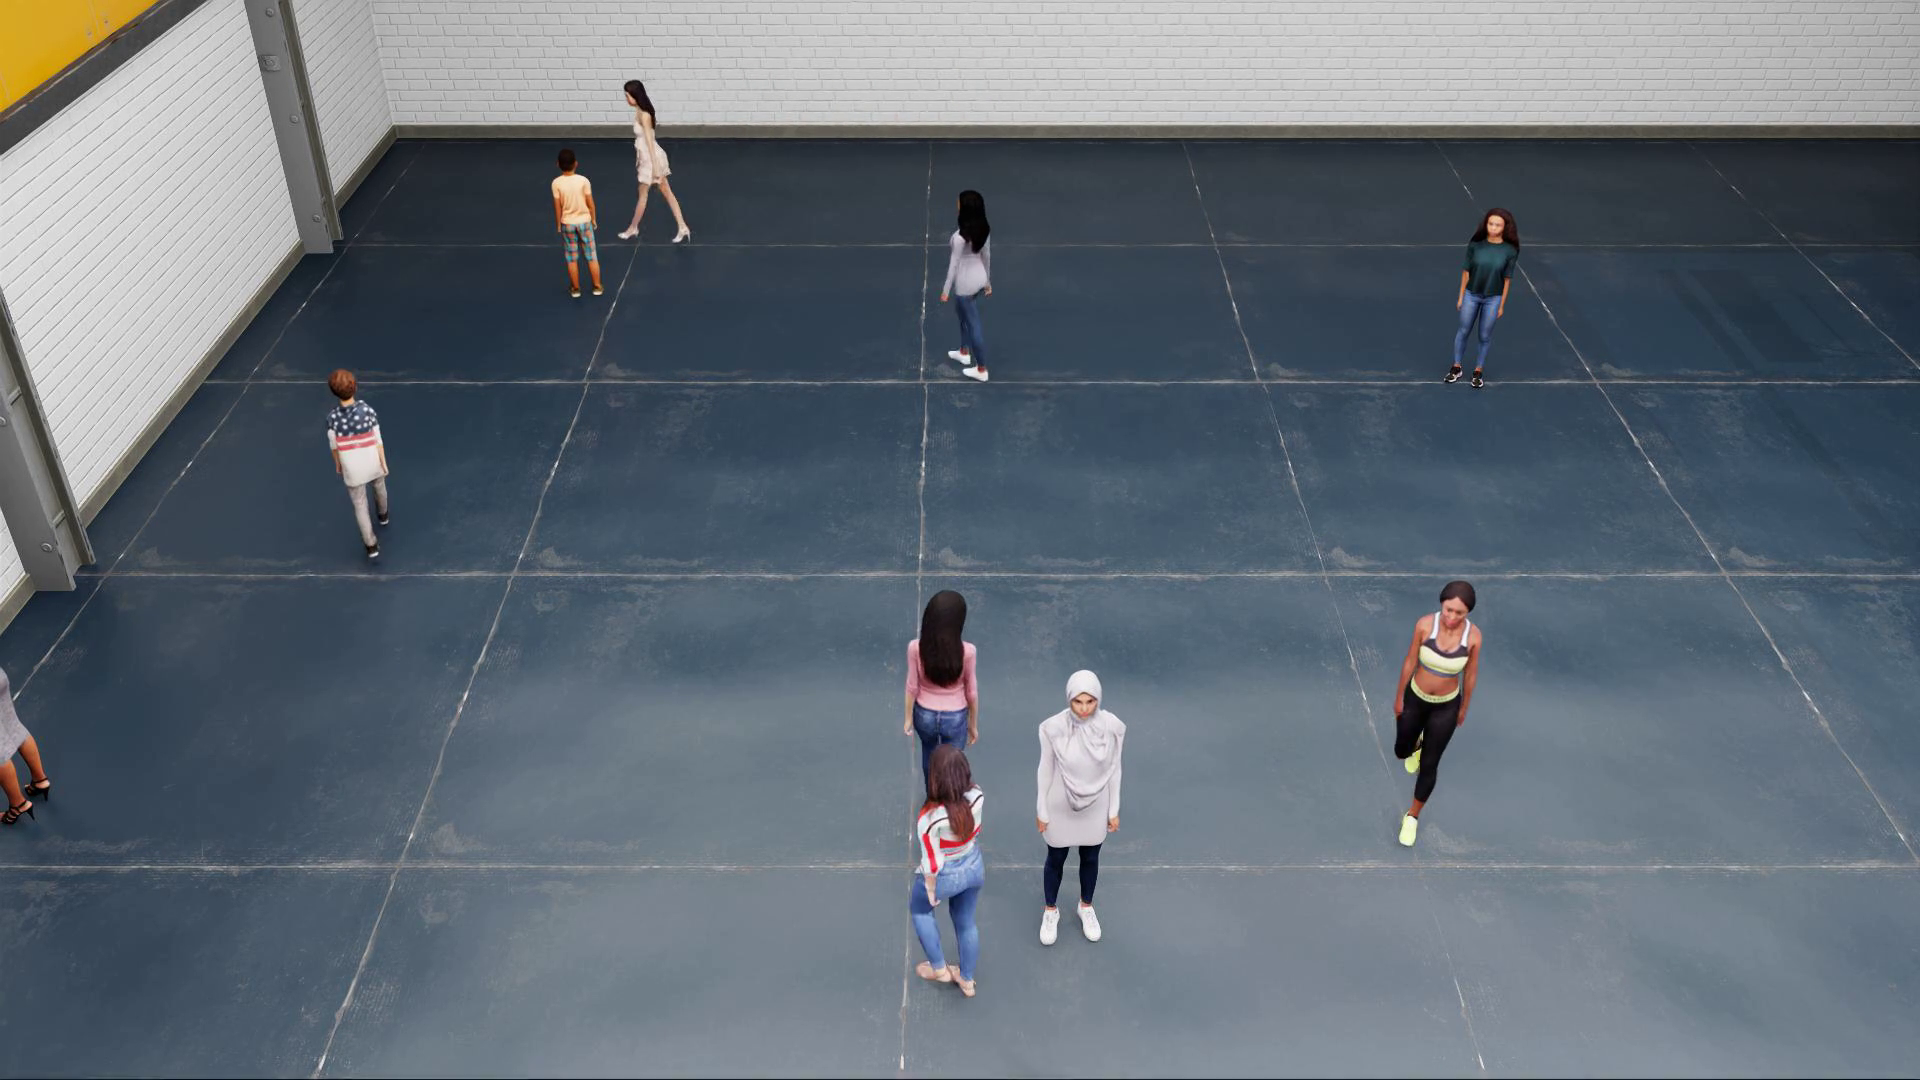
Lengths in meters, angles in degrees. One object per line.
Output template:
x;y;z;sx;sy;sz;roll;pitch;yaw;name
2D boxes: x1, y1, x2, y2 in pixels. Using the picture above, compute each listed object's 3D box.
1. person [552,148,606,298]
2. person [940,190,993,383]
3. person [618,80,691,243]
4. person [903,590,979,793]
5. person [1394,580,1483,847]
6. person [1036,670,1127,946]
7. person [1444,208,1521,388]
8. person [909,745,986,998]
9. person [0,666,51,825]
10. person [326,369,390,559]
-3.666;-3.029;15.892;0.568;1.461;0.549;-8;34;-12;person
0.166;-2.155;14.345;0.877;1.718;0.842;20;38;27;person
-3.012;-3.800;16.847;0.718;1.689;0.929;-5;34;-8;person
-0.107;1.076;9.490;0.634;1.712;1.064;1;34;1;person
2.754;0.918;9.703;0.816;1.739;1.040;13;36;19;person
0.628;1.425;8.908;0.617;1.775;0.534;-2;34;-3;person
4.515;-2.102;14.357;0.695;1.617;0.720;15;36;21;person
0.013;1.760;8.563;0.701;1.599;0.746;-20;39;-27;person
-5.697;0.901;9.691;0.683;1.781;0.520;7;34;10;person
-4.392;-0.542;12.204;0.766;1.402;1.041;-13;36;-18;person
